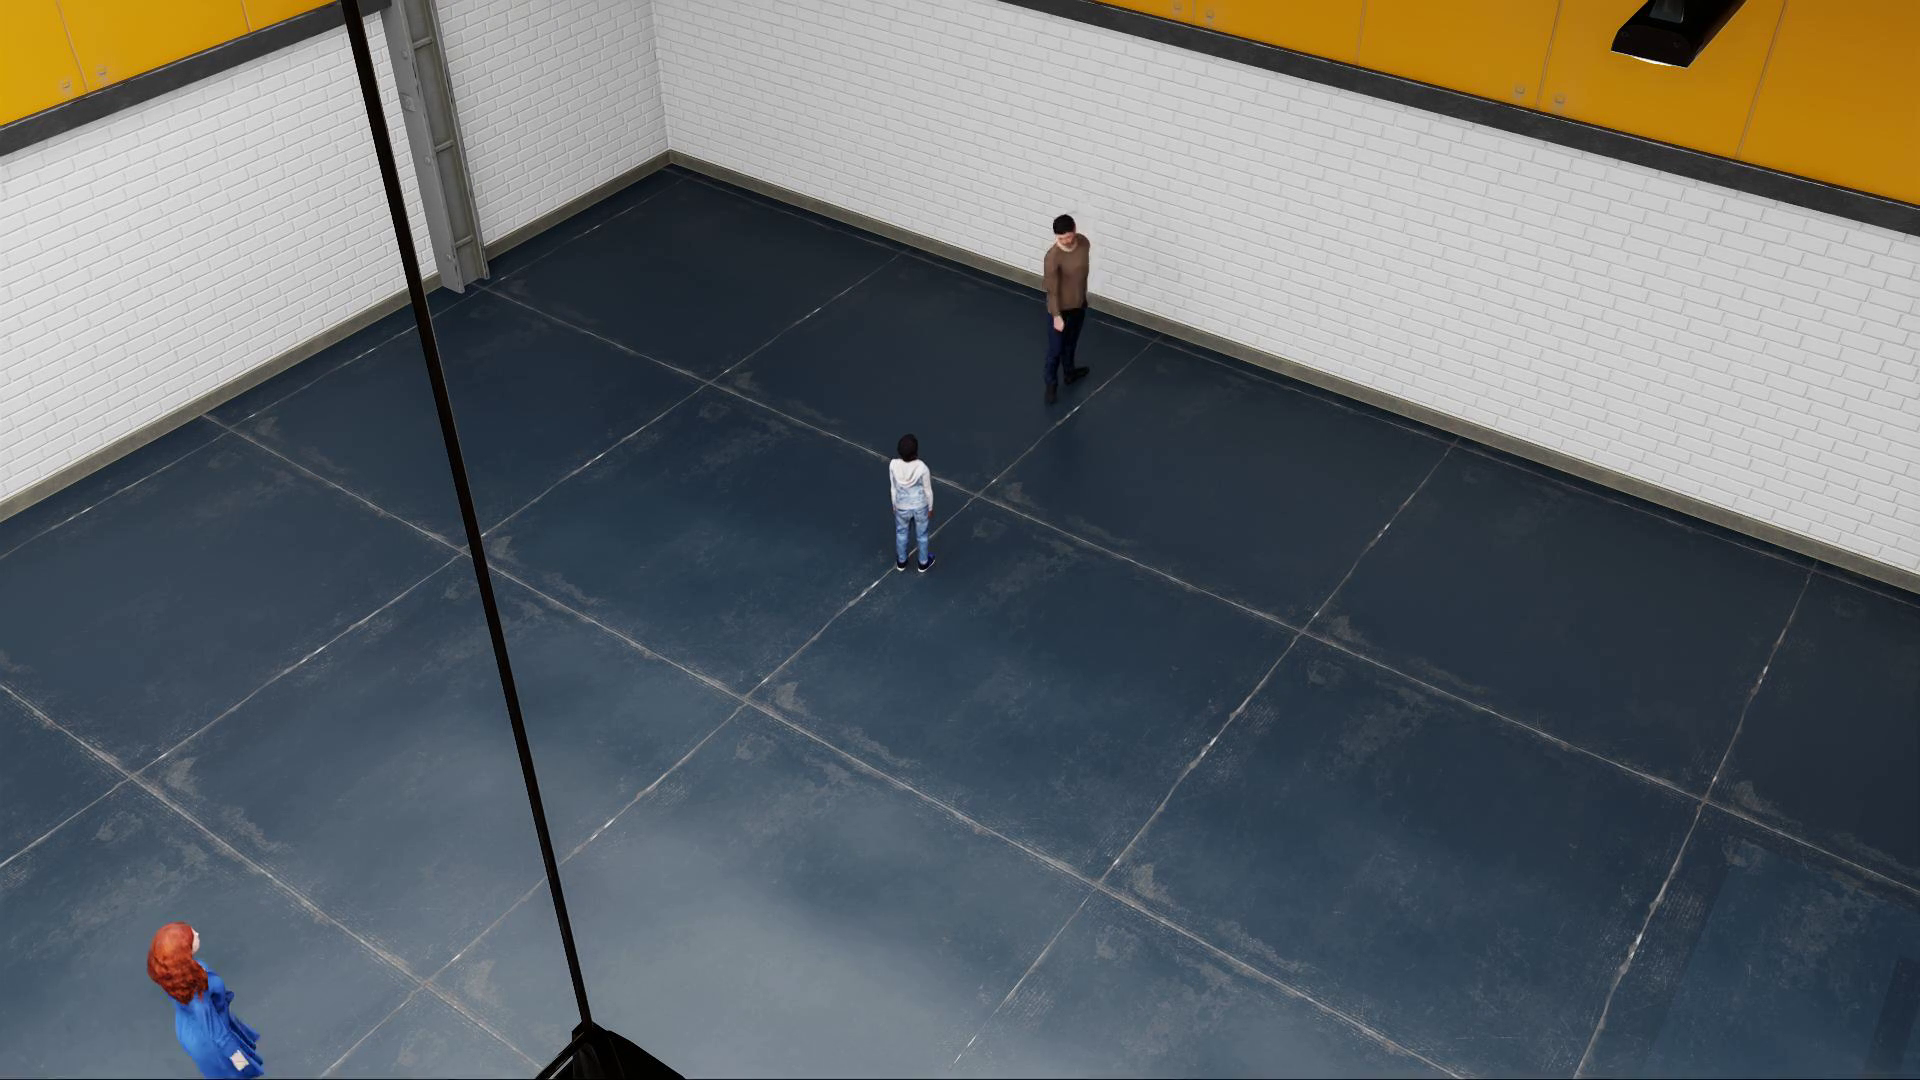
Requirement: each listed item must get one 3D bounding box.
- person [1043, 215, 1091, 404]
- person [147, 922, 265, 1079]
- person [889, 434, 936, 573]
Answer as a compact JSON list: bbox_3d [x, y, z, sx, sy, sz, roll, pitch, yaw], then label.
[{"bbox_3d":[0.961,-2.118,14.673,0.950,1.858,0.574,21,43,24],"label":"person"},{"bbox_3d":[-3.998,2.664,8.720,0.707,1.816,0.814,32,48,33],"label":"person"},{"bbox_3d":[-0.380,-0.286,12.859,0.552,1.261,0.588,7,39,9],"label":"person"}]
